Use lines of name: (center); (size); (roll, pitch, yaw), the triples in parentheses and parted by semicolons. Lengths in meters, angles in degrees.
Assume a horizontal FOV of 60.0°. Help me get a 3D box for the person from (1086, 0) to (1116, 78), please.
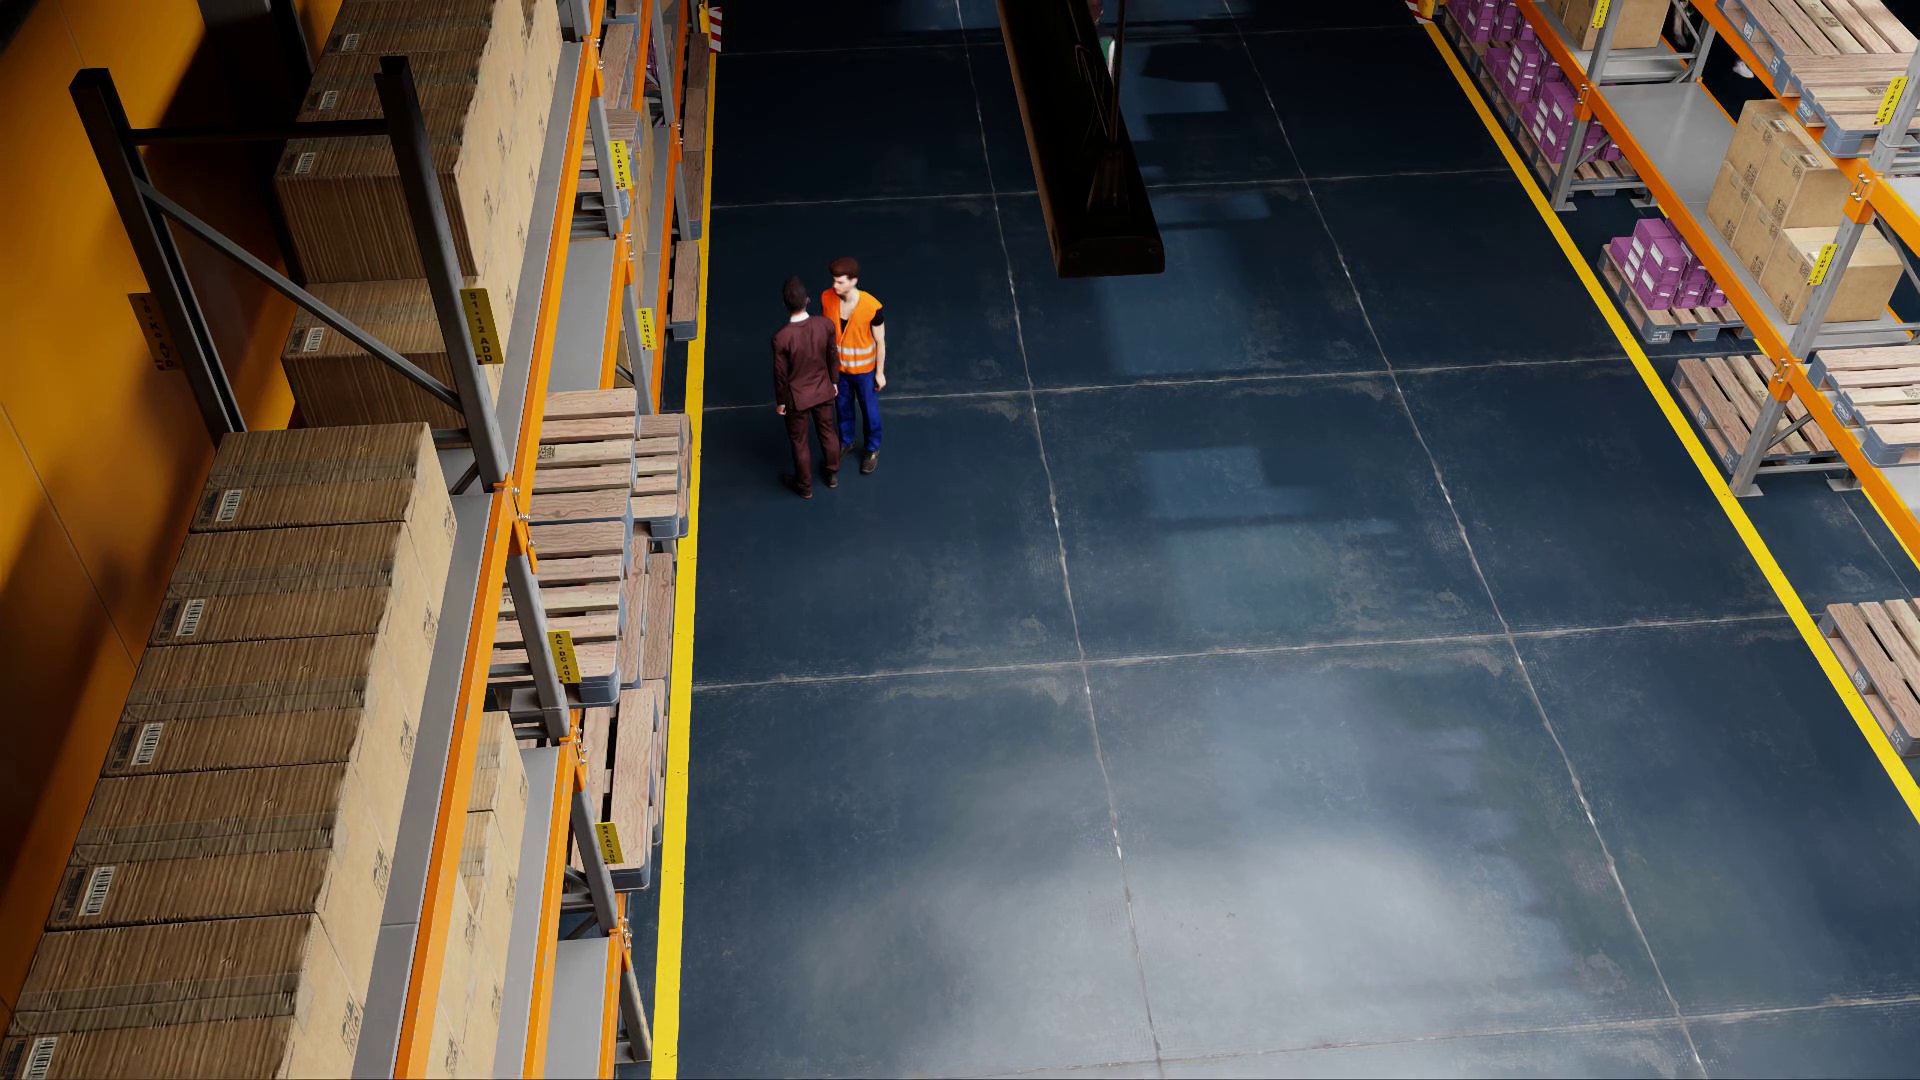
person: (1.148, -4.113, 15.317); (0.765, 1.810, 1.144); (2, 44, 2)

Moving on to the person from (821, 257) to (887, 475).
person: (-0.786, -1.318, 12.332); (0.789, 1.880, 0.794); (16, 46, 16)

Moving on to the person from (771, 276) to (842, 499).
person: (-1.110, -1.088, 12.104); (0.770, 1.863, 0.763); (-23, 48, -22)
